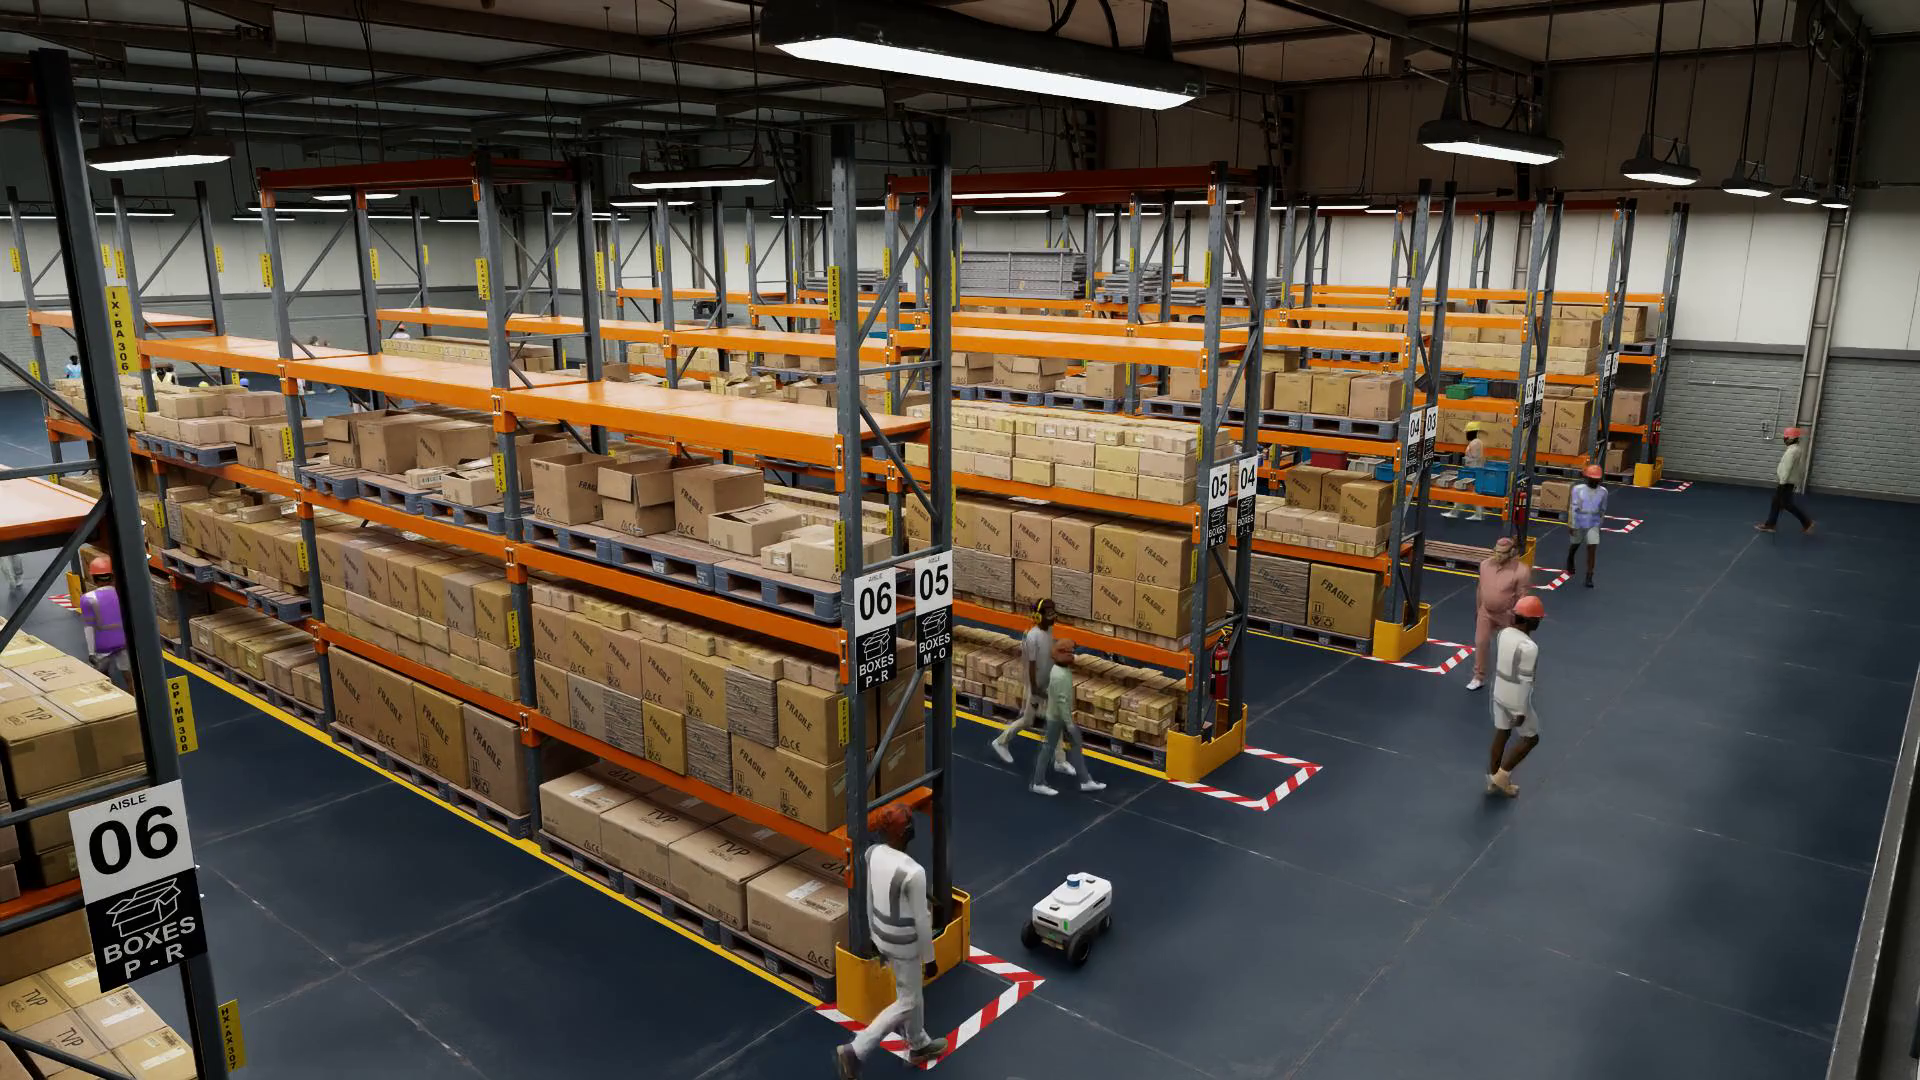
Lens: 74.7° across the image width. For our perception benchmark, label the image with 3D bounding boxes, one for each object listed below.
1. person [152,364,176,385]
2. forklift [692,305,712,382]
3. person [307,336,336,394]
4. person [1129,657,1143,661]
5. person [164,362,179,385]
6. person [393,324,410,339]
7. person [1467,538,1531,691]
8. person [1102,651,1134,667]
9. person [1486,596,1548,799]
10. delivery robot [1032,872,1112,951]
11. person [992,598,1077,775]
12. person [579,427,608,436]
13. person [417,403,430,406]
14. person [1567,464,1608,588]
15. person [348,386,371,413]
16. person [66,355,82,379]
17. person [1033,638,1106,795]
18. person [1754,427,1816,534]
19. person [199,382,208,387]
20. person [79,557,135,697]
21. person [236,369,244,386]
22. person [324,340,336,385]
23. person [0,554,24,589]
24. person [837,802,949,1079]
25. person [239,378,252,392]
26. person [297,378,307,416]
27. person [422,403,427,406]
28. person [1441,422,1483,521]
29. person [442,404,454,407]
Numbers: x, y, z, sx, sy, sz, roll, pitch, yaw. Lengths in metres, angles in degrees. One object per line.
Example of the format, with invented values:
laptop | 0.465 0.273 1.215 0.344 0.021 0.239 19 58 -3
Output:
person | -22.343 -4.027 35.358 0.634 1.841 0.429 -7 15 -25
forklift | -9.511 -7.392 47.124 1.873 2.768 1.129 11 17 38
person | -21.989 -5.984 43.082 1.035 2.000 0.703 3 14 12
person | 2.280 0.642 16.063 0.591 1.877 0.403 0 14 -1
person | -22.752 -4.214 36.216 0.734 1.809 0.632 0 14 -1
person | -21.362 -7.269 48.308 0.633 2.021 0.466 -4 14 -17
person | 6.555 0.860 15.215 0.897 1.871 0.646 -12 18 -40
person | 1.970 0.727 15.598 0.366 1.939 0.635 9 17 34
person | 5.367 1.519 12.150 0.433 2.028 0.603 -2 14 -9
delivery robot | 0.873 2.828 9.735 0.477 0.478 0.707 10 17 36
person | 0.774 1.455 12.830 0.928 1.839 0.516 9 16 32
person | -7.502 -1.732 25.899 0.645 1.862 0.984 -12 18 -40
person | -16.894 -4.990 39.479 0.525 1.769 0.315 -4 14 -15
person | 9.866 -0.283 19.853 0.538 1.909 0.936 4 14 15
person | -16.147 -3.730 33.857 0.613 1.984 0.428 3 14 12
person | -28.155 -5.091 40.125 0.634 1.666 0.539 13 19 43
person | 1.073 1.730 12.180 0.788 1.603 0.508 4 14 17
person | 15.173 -1.073 22.960 0.858 1.967 0.617 10 17 36
person | -18.717 -3.024 31.291 0.617 1.809 0.526 -4 14 -16
person | -9.482 1.118 14.047 0.798 1.906 0.564 10 17 37
person | -25.920 -6.349 45.219 0.398 1.680 0.556 3 14 14
person | -23.048 -6.477 45.904 0.791 1.610 0.507 0 14 -1
person | -14.722 -0.101 19.452 0.492 1.718 0.688 -11 18 -39
person | -0.442 2.594 8.096 0.773 1.856 0.592 -8 16 -31
person | -17.645 -3.049 31.211 0.612 1.909 0.942 -12 18 -40
person | -19.954 -4.664 37.784 0.552 1.932 0.377 -13 19 -43
person | -15.978 -4.607 37.563 0.787 1.915 0.631 -5 15 -19
person | 9.666 -1.311 24.078 0.857 1.887 0.602 8 16 31
person | -13.272 -3.412 32.757 0.977 1.884 0.593 1 14 4
